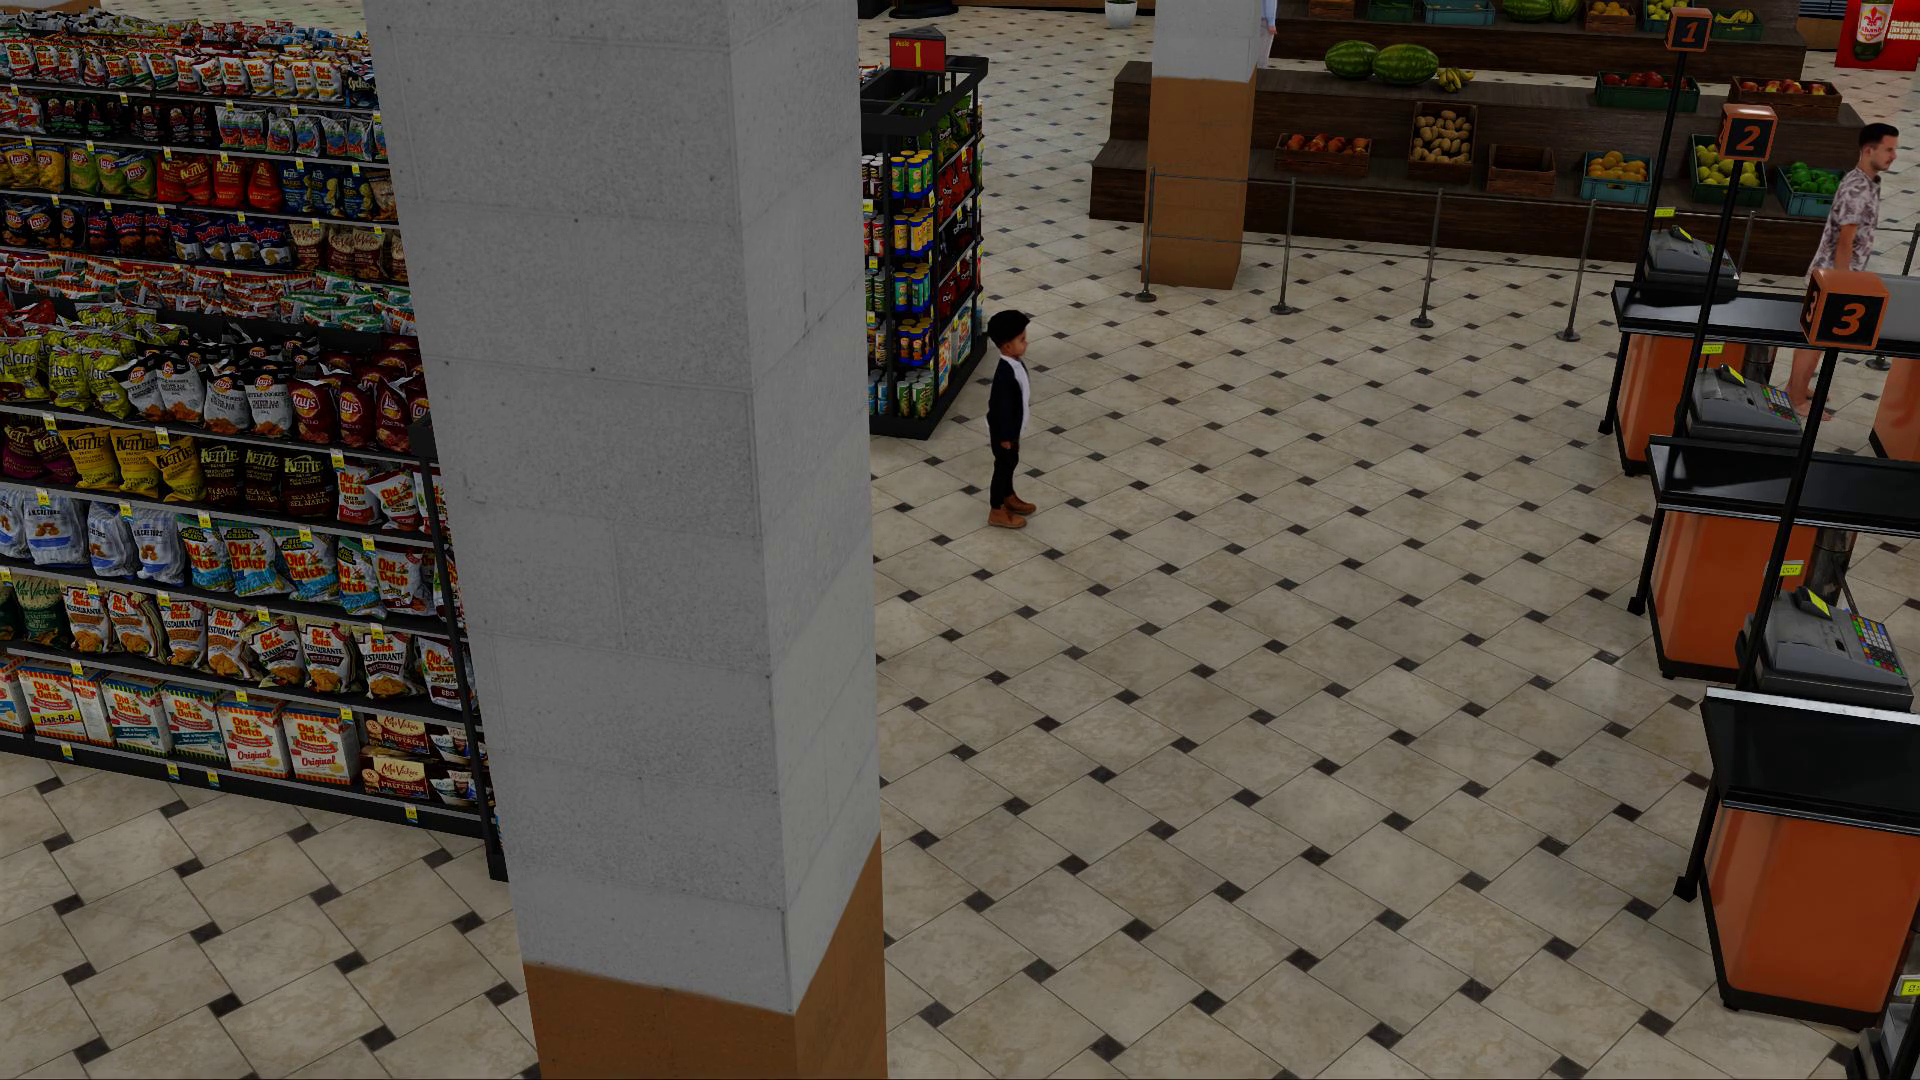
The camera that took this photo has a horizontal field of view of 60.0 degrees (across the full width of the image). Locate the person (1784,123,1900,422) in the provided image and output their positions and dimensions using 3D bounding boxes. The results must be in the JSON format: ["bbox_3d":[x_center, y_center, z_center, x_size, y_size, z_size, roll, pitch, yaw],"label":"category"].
[{"bbox_3d":[5.415,-1.674,10.285,0.634,1.815,0.704,13,31,22],"label":"person"}]

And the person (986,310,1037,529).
[{"bbox_3d":[0.252,-0.664,9.051,0.478,1.225,0.494,7,30,13],"label":"person"}]
